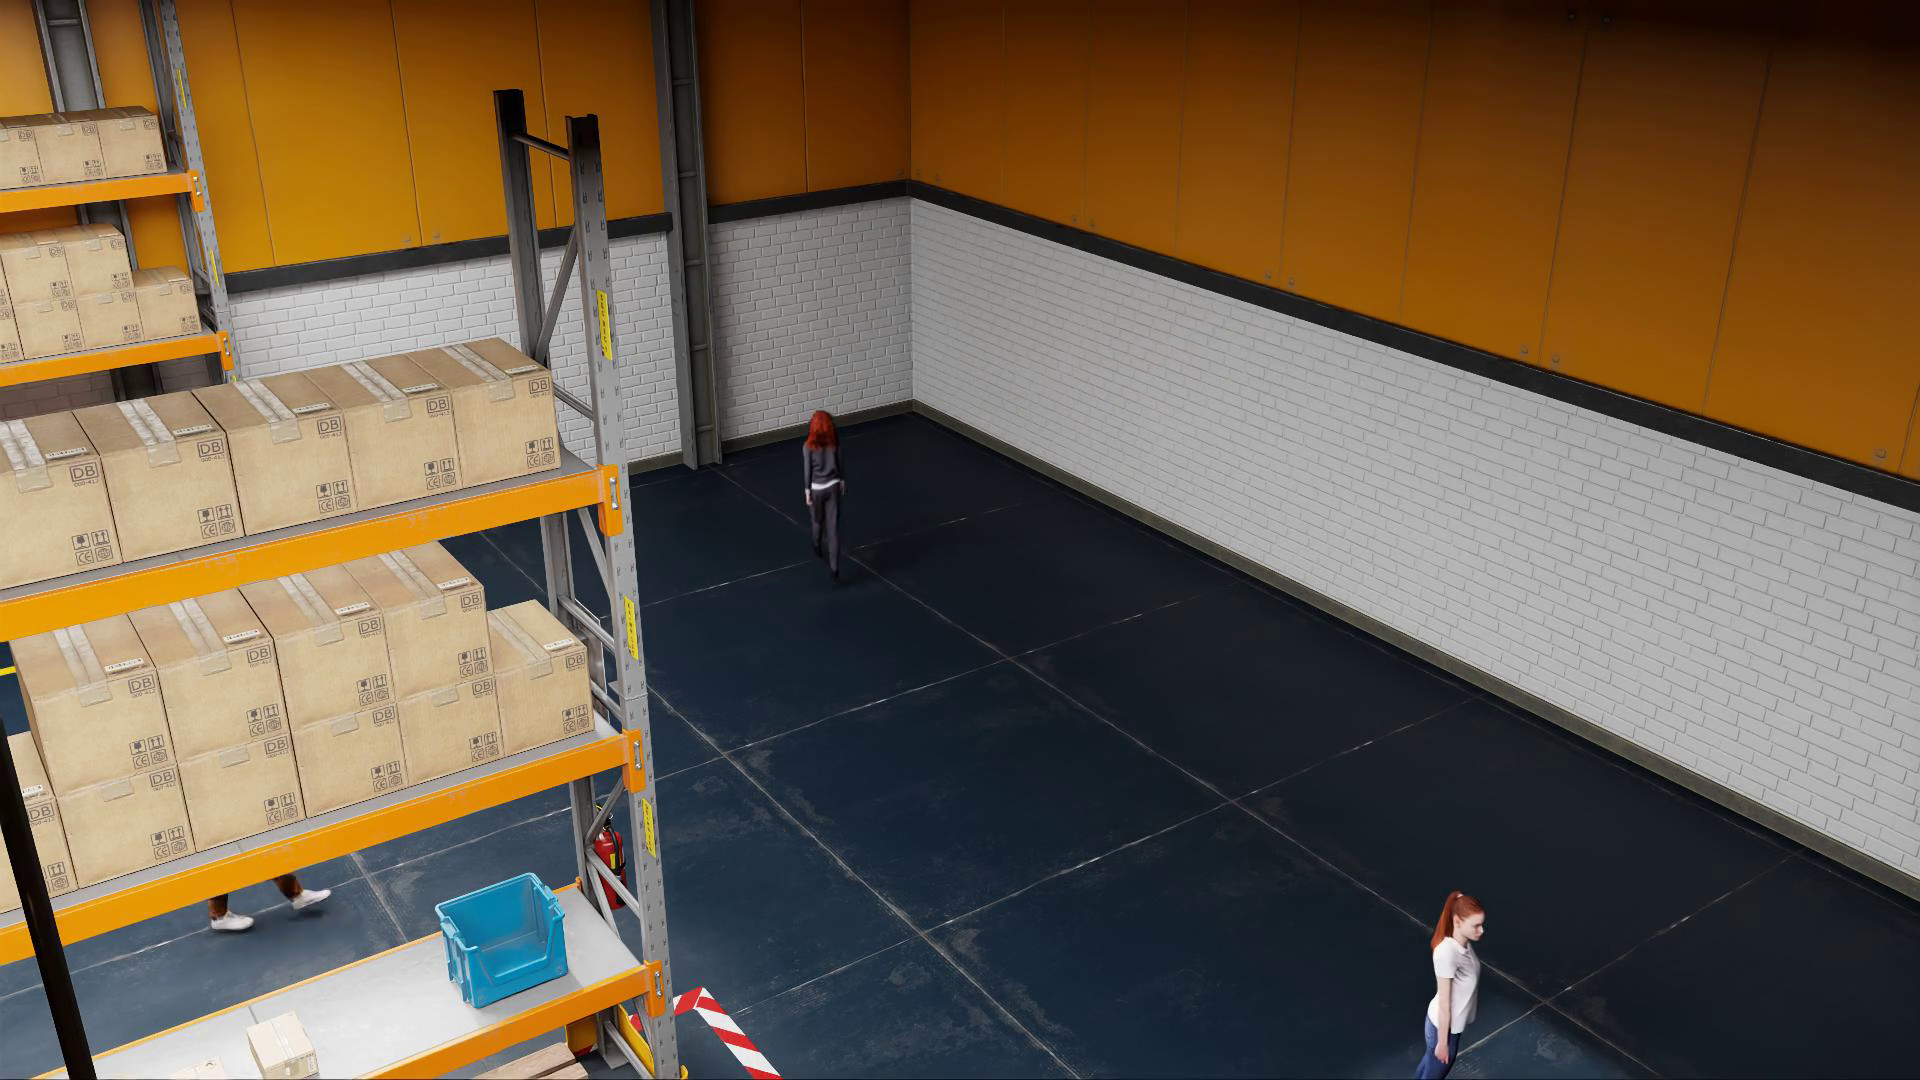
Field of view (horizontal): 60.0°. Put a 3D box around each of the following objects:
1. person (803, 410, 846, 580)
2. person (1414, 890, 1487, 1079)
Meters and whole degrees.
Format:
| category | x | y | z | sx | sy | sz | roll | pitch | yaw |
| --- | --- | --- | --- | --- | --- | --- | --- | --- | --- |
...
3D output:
| category | x | y | z | sx | sy | sz | roll | pitch | yaw |
| --- | --- | --- | --- | --- | --- | --- | --- | --- | --- |
| person | -1.351 | -0.429 | 16.935 | 1.201 | 1.729 | 0.959 | -6 | 24 | -13 |
| person | 2.782 | 2.779 | 9.588 | 0.717 | 1.737 | 0.623 | 9 | 25 | 19 |
